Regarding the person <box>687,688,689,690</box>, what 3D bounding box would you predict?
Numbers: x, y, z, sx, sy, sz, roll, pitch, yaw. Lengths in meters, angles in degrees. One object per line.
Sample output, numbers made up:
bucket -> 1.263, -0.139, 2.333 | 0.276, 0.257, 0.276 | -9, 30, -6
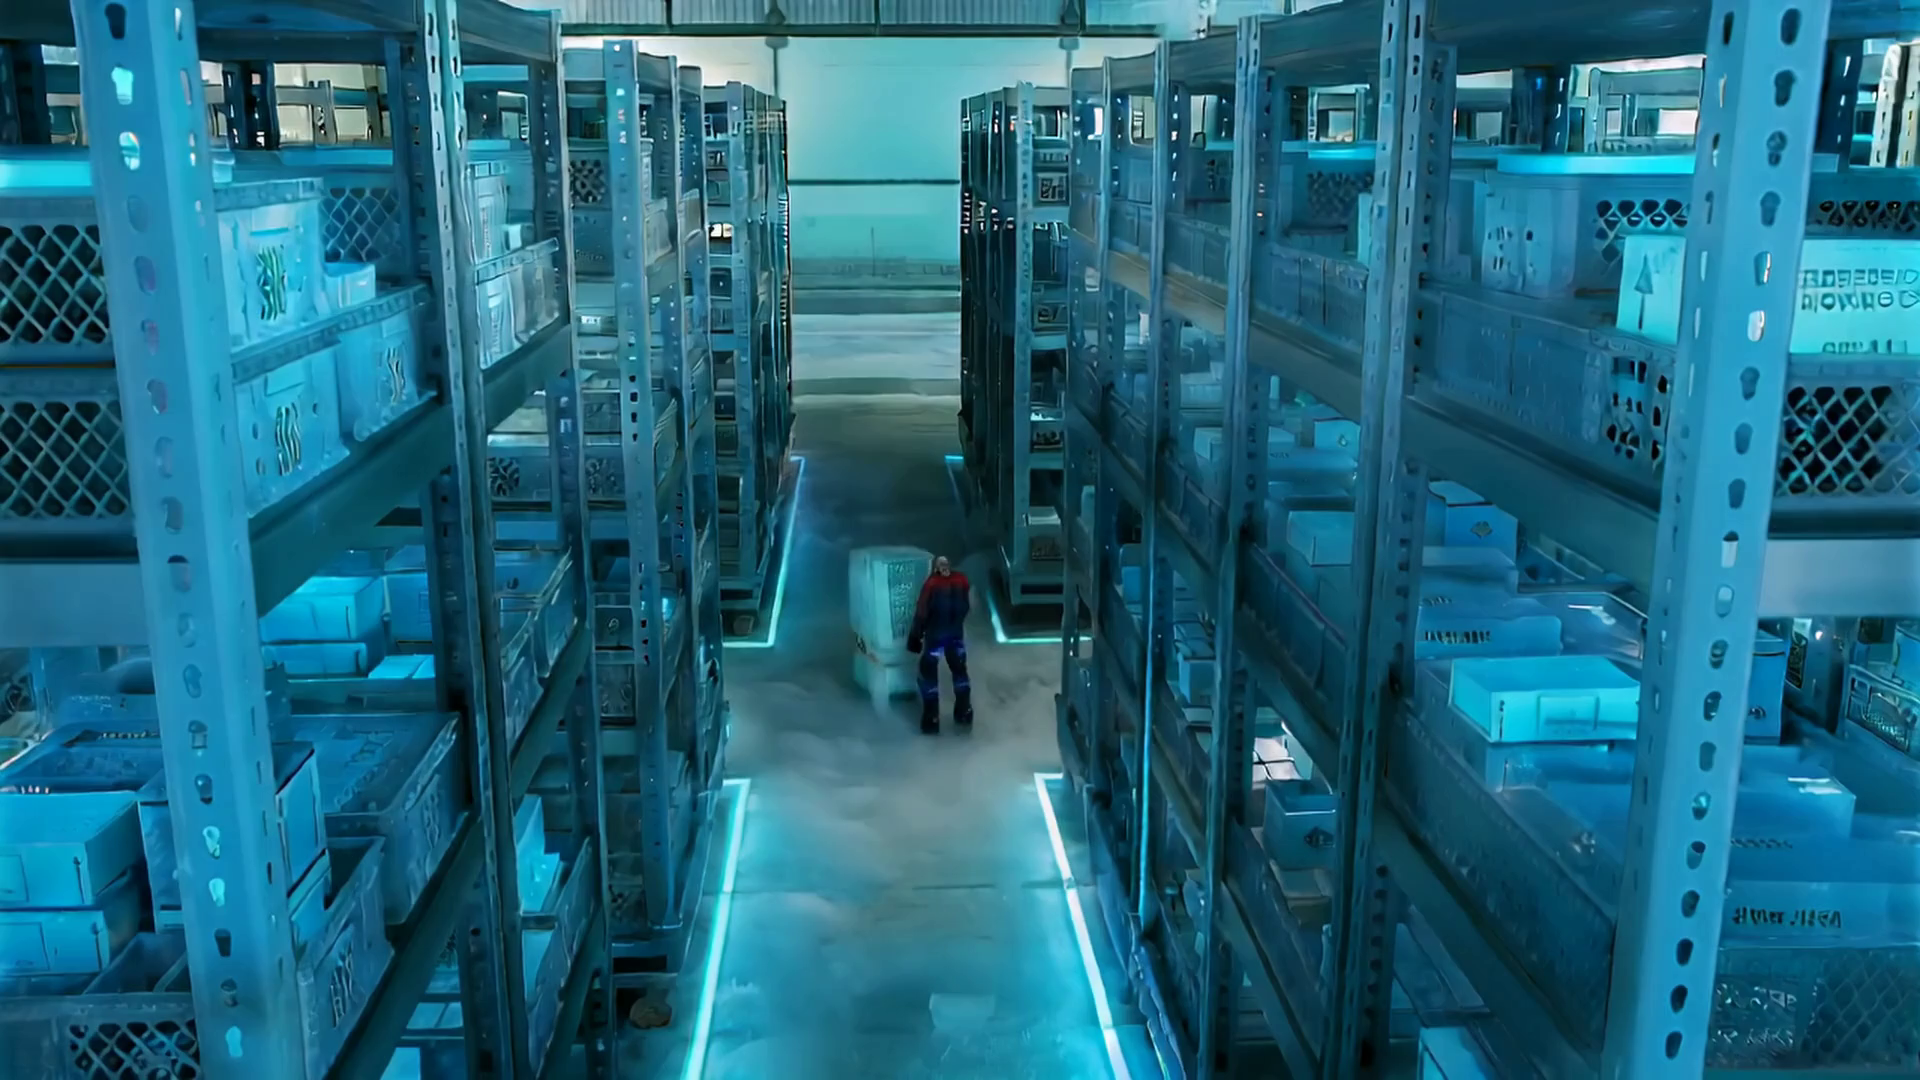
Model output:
person -> -2.039, 0.105, 9.629 | 0.914, 1.787, 0.598 | -3, 14, -14
